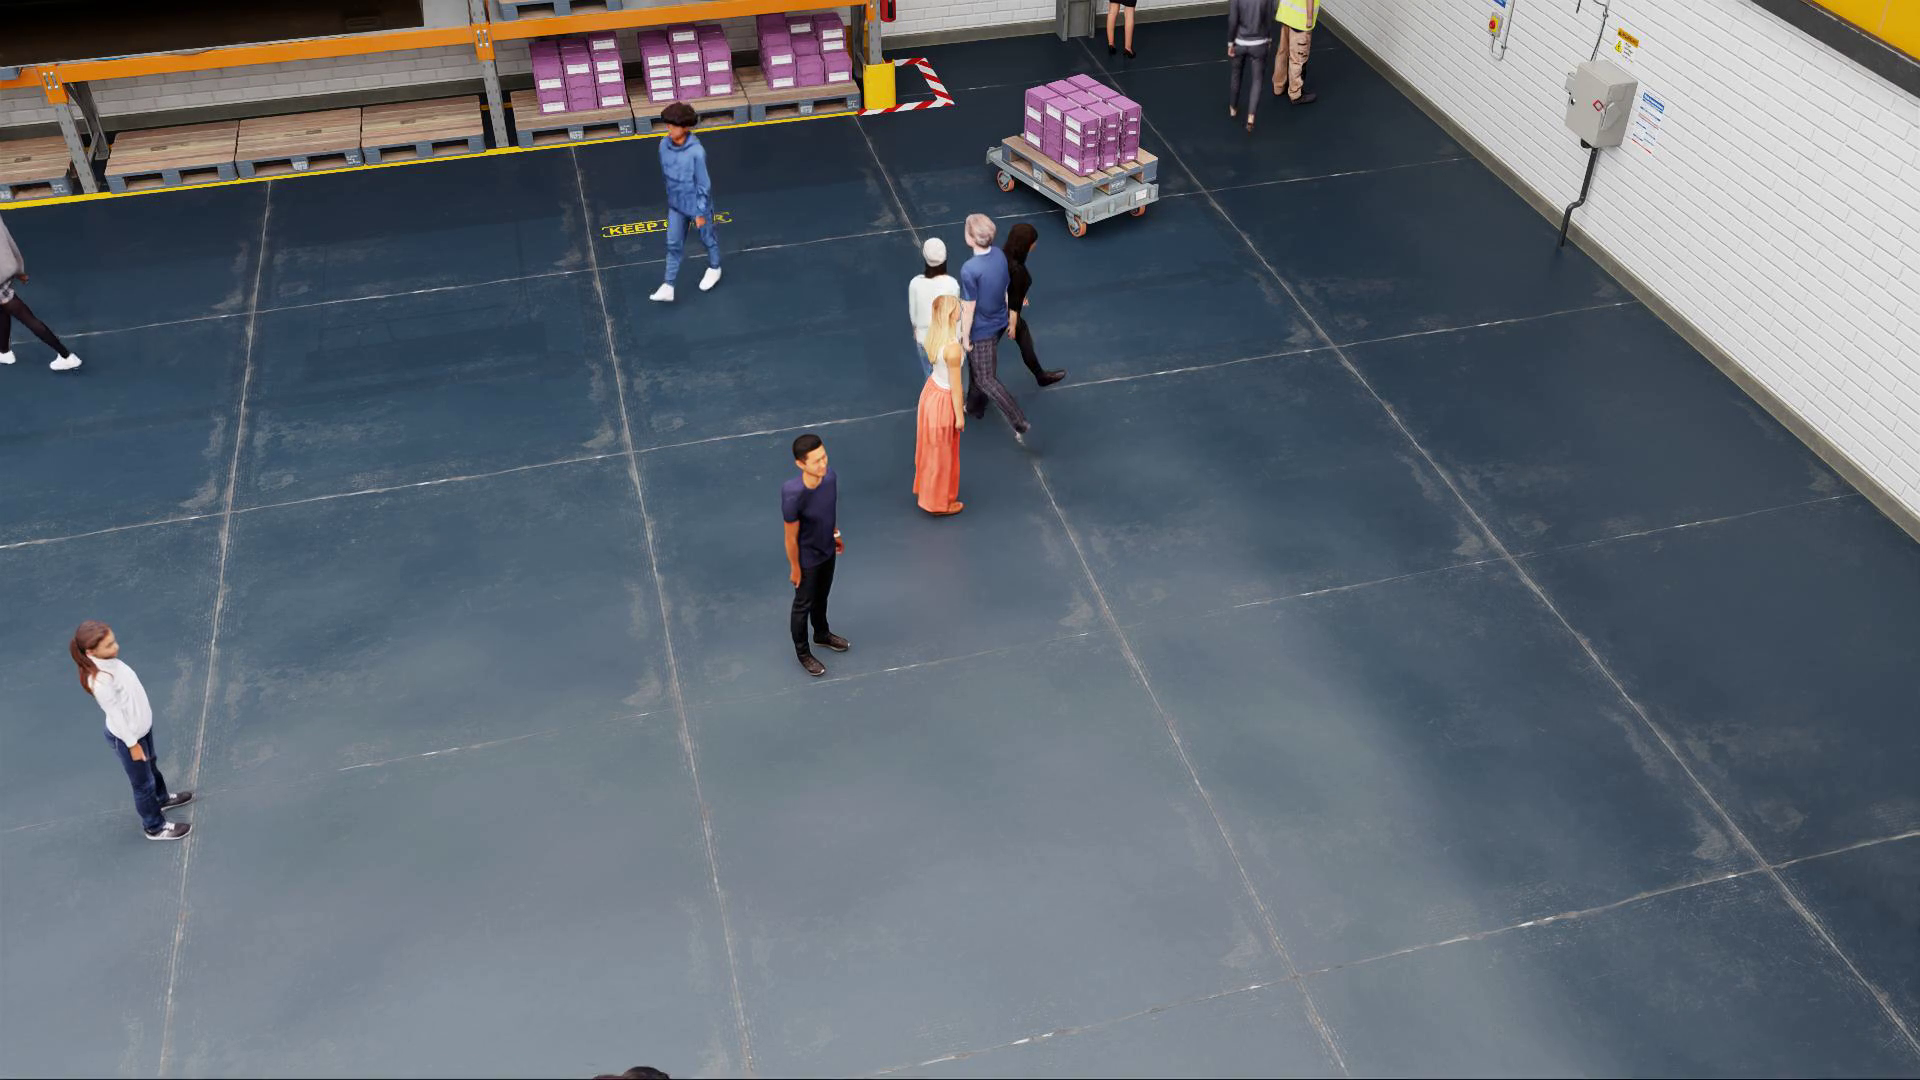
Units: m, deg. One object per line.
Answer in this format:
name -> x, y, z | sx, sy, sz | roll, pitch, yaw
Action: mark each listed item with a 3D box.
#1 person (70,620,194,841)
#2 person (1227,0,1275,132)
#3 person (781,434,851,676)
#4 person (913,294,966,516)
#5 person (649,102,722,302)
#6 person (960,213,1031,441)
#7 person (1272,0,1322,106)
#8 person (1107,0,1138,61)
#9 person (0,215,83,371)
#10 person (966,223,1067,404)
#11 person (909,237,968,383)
person -> -4.801, 1.077, 9.598 | 0.502, 1.556, 0.538 | -11, 40, -14
person -> 3.008, -5.097, 17.174 | 1.062, 1.749, 0.973 | 6, 39, 8
person -> -0.951, 0.060, 10.682 | 0.774, 1.793, 0.700 | 22, 44, 25
person -> -0.134, -0.972, 11.968 | 0.591, 1.800, 0.622 | -11, 40, -14
person -> -2.300, -2.978, 14.499 | 1.110, 1.776, 1.163 | 19, 43, 23
person -> 0.275, -1.576, 12.694 | 1.120, 1.837, 1.125 | 27, 46, 30
person -> 3.612, -5.579, 17.699 | 0.760, 1.846, 0.744 | -16, 41, -19
person -> 1.833, -6.241, 18.663 | 0.608, 1.678, 0.656 | 22, 44, 26
person -> -7.665, -2.093, 13.427 | 1.225, 1.730, 0.908 | 4, 39, 5
person -> 0.288, -1.747, 13.105 | 1.120, 1.592, 0.727 | -18, 42, -21
person -> -0.196, -1.495, 12.781 | 1.136, 1.603, 0.971 | 6, 39, 8
